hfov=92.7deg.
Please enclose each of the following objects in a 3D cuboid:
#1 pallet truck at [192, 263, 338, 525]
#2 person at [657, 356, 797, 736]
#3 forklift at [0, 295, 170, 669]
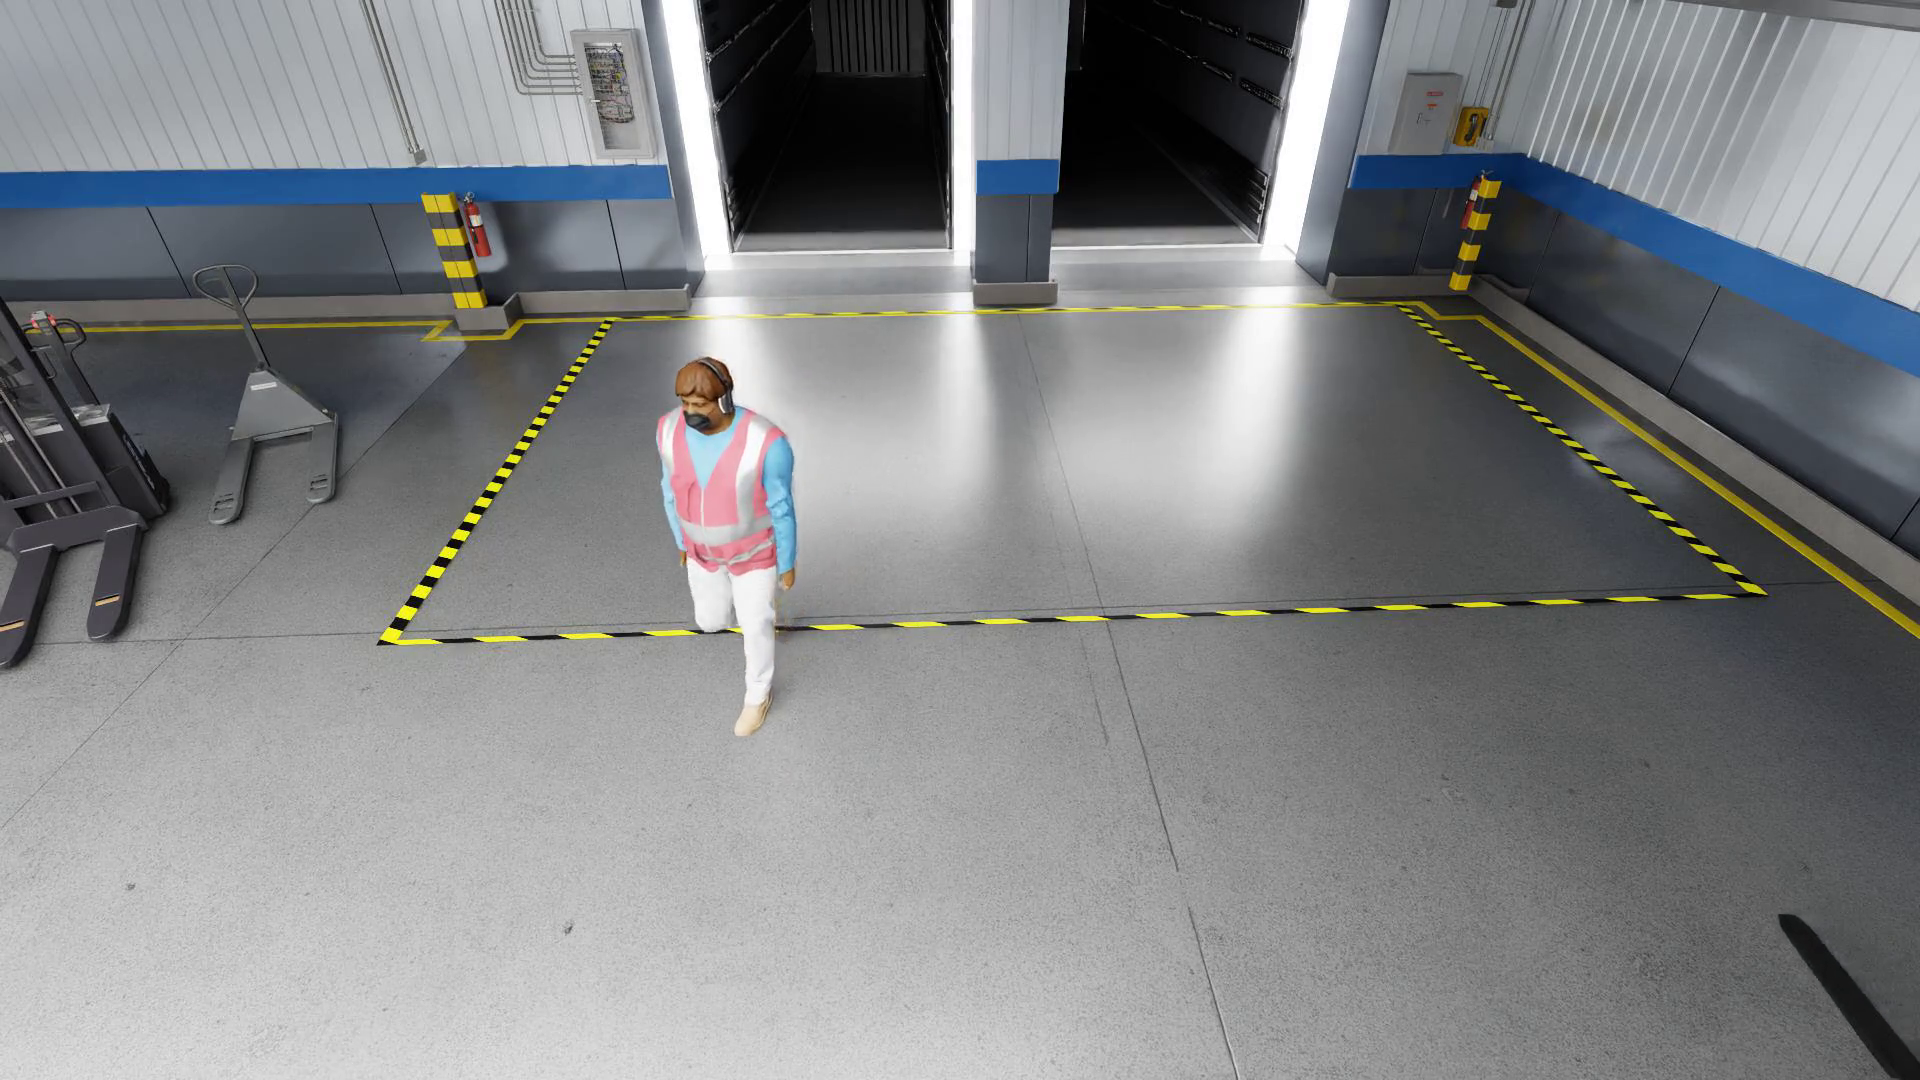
[{"bbox_3d":[-4.778,-1.027,6.128,0.680,1.201,1.601,-17,38,-23],"label":"pallet truck"},{"bbox_3d":[-0.998,0.007,4.133,0.631,1.819,0.706,9,36,13],"label":"person"},{"bbox_3d":[-5.212,-0.618,4.878,0.823,1.965,1.885,-20,39,-26],"label":"forklift"}]
